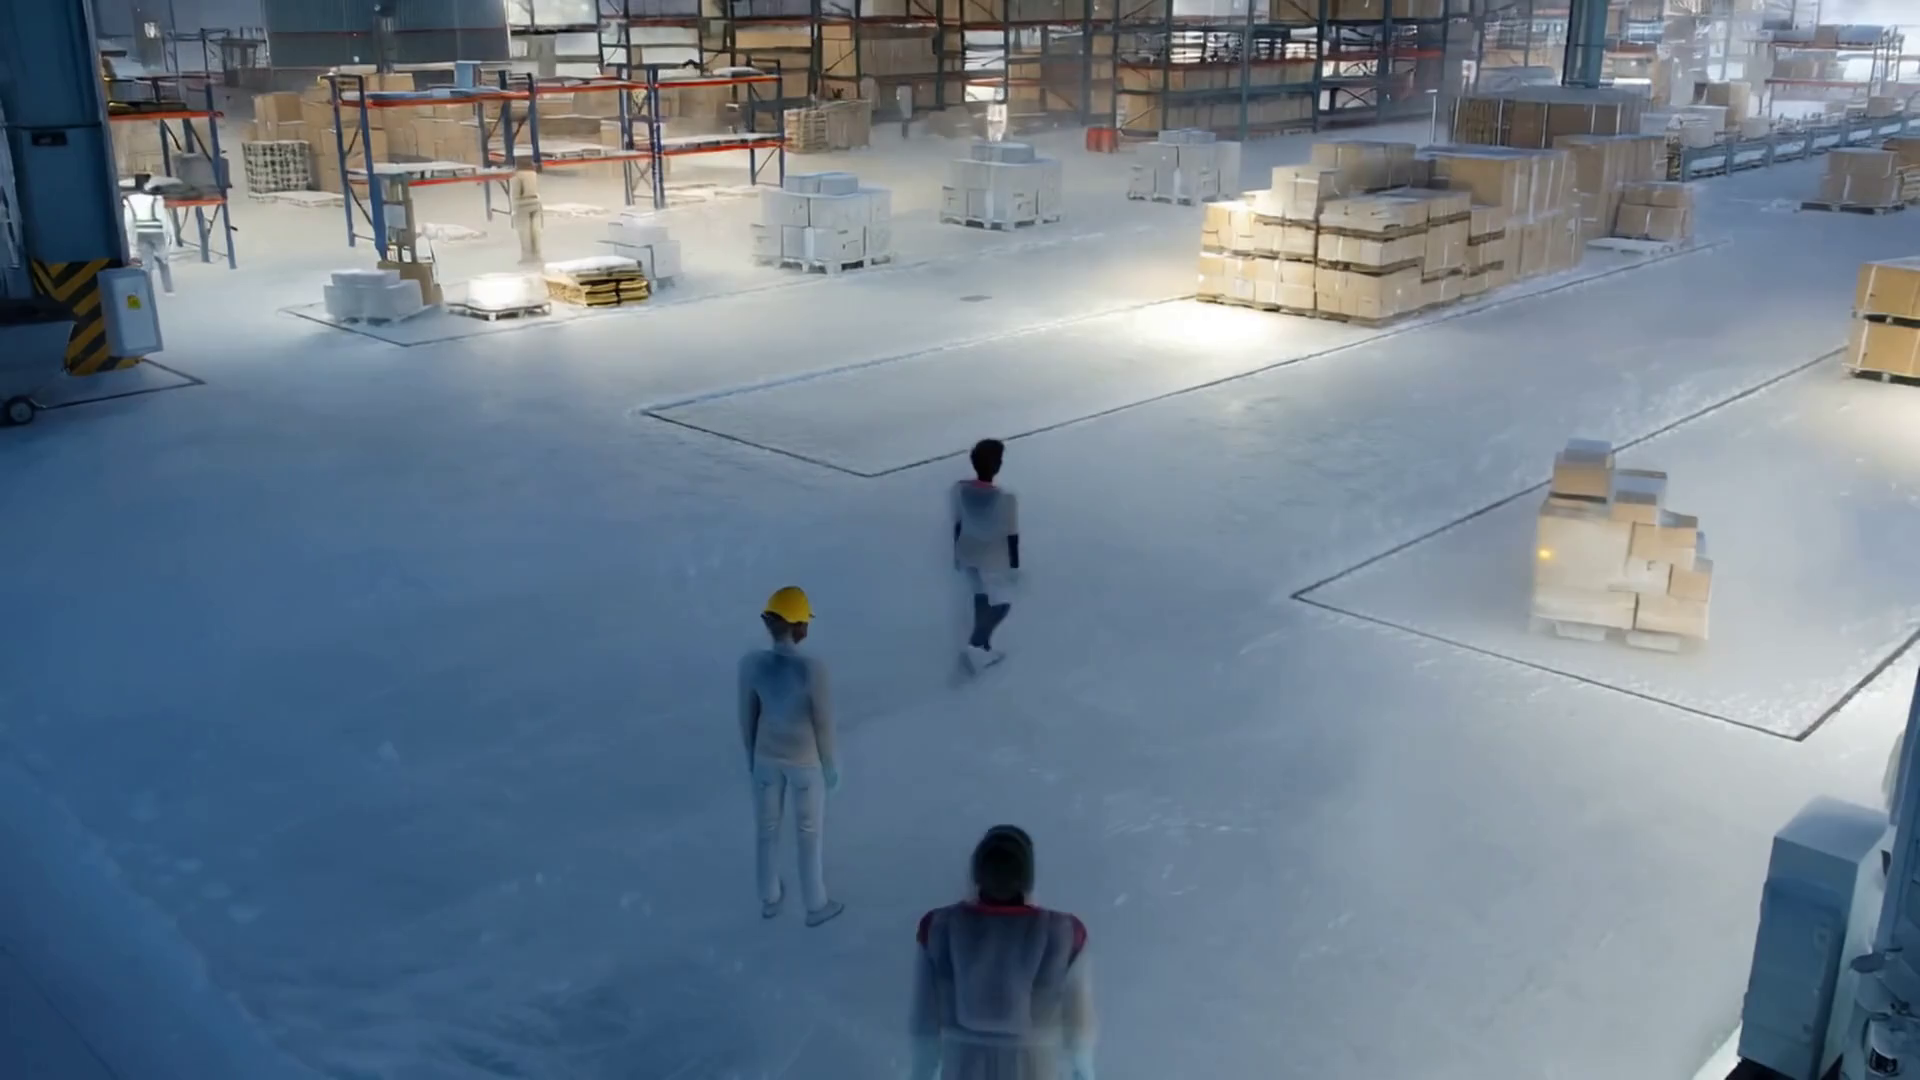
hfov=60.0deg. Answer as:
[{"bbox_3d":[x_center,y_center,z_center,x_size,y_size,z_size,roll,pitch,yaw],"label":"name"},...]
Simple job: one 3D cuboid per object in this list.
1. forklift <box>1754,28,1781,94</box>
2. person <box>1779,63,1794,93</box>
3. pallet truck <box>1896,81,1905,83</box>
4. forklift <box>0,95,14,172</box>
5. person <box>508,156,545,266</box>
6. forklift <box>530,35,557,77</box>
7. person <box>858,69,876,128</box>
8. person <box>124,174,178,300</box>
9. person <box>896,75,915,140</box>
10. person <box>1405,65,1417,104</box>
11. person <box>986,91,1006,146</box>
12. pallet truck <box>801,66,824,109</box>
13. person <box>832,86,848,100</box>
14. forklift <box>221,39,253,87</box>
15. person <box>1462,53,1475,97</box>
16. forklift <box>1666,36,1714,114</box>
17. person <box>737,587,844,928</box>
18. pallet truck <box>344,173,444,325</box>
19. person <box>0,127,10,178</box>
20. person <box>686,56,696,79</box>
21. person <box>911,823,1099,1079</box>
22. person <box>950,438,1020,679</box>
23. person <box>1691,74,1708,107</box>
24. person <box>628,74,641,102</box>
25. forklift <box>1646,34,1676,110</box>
[{"bbox_3d":[36.025,-21.471,74.470,1.129,2.768,1.873,17,25,41],"label":"forklift"},{"bbox_3d":[32.802,-18.164,65.990,0.626,1.926,0.583,10,21,28],"label":"person"},{"bbox_3d":[34.802,-16.331,61.455,0.653,1.274,1.630,17,25,41],"label":"pallet truck"},{"bbox_3d":[-24.286,-10.810,42.349,1.129,2.768,1.873,17,25,41],"label":"forklift"},{"bbox_3d":[-7.371,-5.583,28.248,0.431,1.835,0.624,16,24,40],"label":"person"},{"bbox_3d":[-15.770,-17.726,63.188,1.873,2.768,1.129,14,23,35],"label":"forklift"},{"bbox_3d":[-3.116,-14.881,56.087,0.629,1.940,0.372,4,19,13],"label":"person"},{"bbox_3d":[-12.192,-4.551,25.053,0.573,1.883,0.356,-3,19,-9],"label":"person"},{"bbox_3d":[-1.684,-13.470,51.815,0.638,1.949,0.424,-16,24,-40],"label":"person"},{"bbox_3d":[17.882,-17.928,65.756,0.349,1.618,0.526,6,19,19],"label":"person"},{"bbox_3d":[0.978,-11.168,44.973,0.550,1.904,0.712,0,18,1],"label":"person"},{"bbox_3d":[-4.812,-15.182,56.903,0.823,1.965,1.885,-9,21,-26],"label":"pallet truck"},{"bbox_3d":[-3.745,-13.089,51.107,0.538,1.674,0.689,-13,22,-34],"label":"person"},{"bbox_3d":[-25.471,-16.298,58.885,1.873,2.768,1.129,17,25,41],"label":"forklift"},{"bbox_3d":[22.050,-20.164,72.165,0.405,1.840,0.575,-17,25,-42],"label":"person"},{"bbox_3d":[27.341,-17.291,61.877,1.129,2.768,1.873,17,25,41],"label":"forklift"},{"bbox_3d":[-0.839,1.082,8.276,0.523,1.760,0.327,8,20,22],"label":"person"},{"bbox_3d":[-8.209,-4.181,23.757,0.823,1.965,1.885,3,19,9],"label":"pallet truck"},{"bbox_3d":[-22.728,-9.313,39.349,0.480,1.925,0.629,9,20,25],"label":"person"},{"bbox_3d":[-10.766,-18.274,66.264,0.675,1.977,0.628,-16,24,-39],"label":"person"},{"bbox_3d":[0.169,1.842,5.882,0.629,1.827,0.453,4,19,12],"label":"person"},{"bbox_3d":[0.140,0.141,11.236,0.535,1.678,0.599,12,22,33],"label":"person"},{"bbox_3d":[26.094,-15.587,58.672,0.890,1.647,0.539,-16,24,-40],"label":"person"},{"bbox_3d":[-10.516,-14.061,53.672,0.441,1.898,0.628,5,19,14],"label":"person"},{"bbox_3d":[27.142,-18.205,64.631,1.129,2.768,1.873,17,25,41],"label":"forklift"}]
